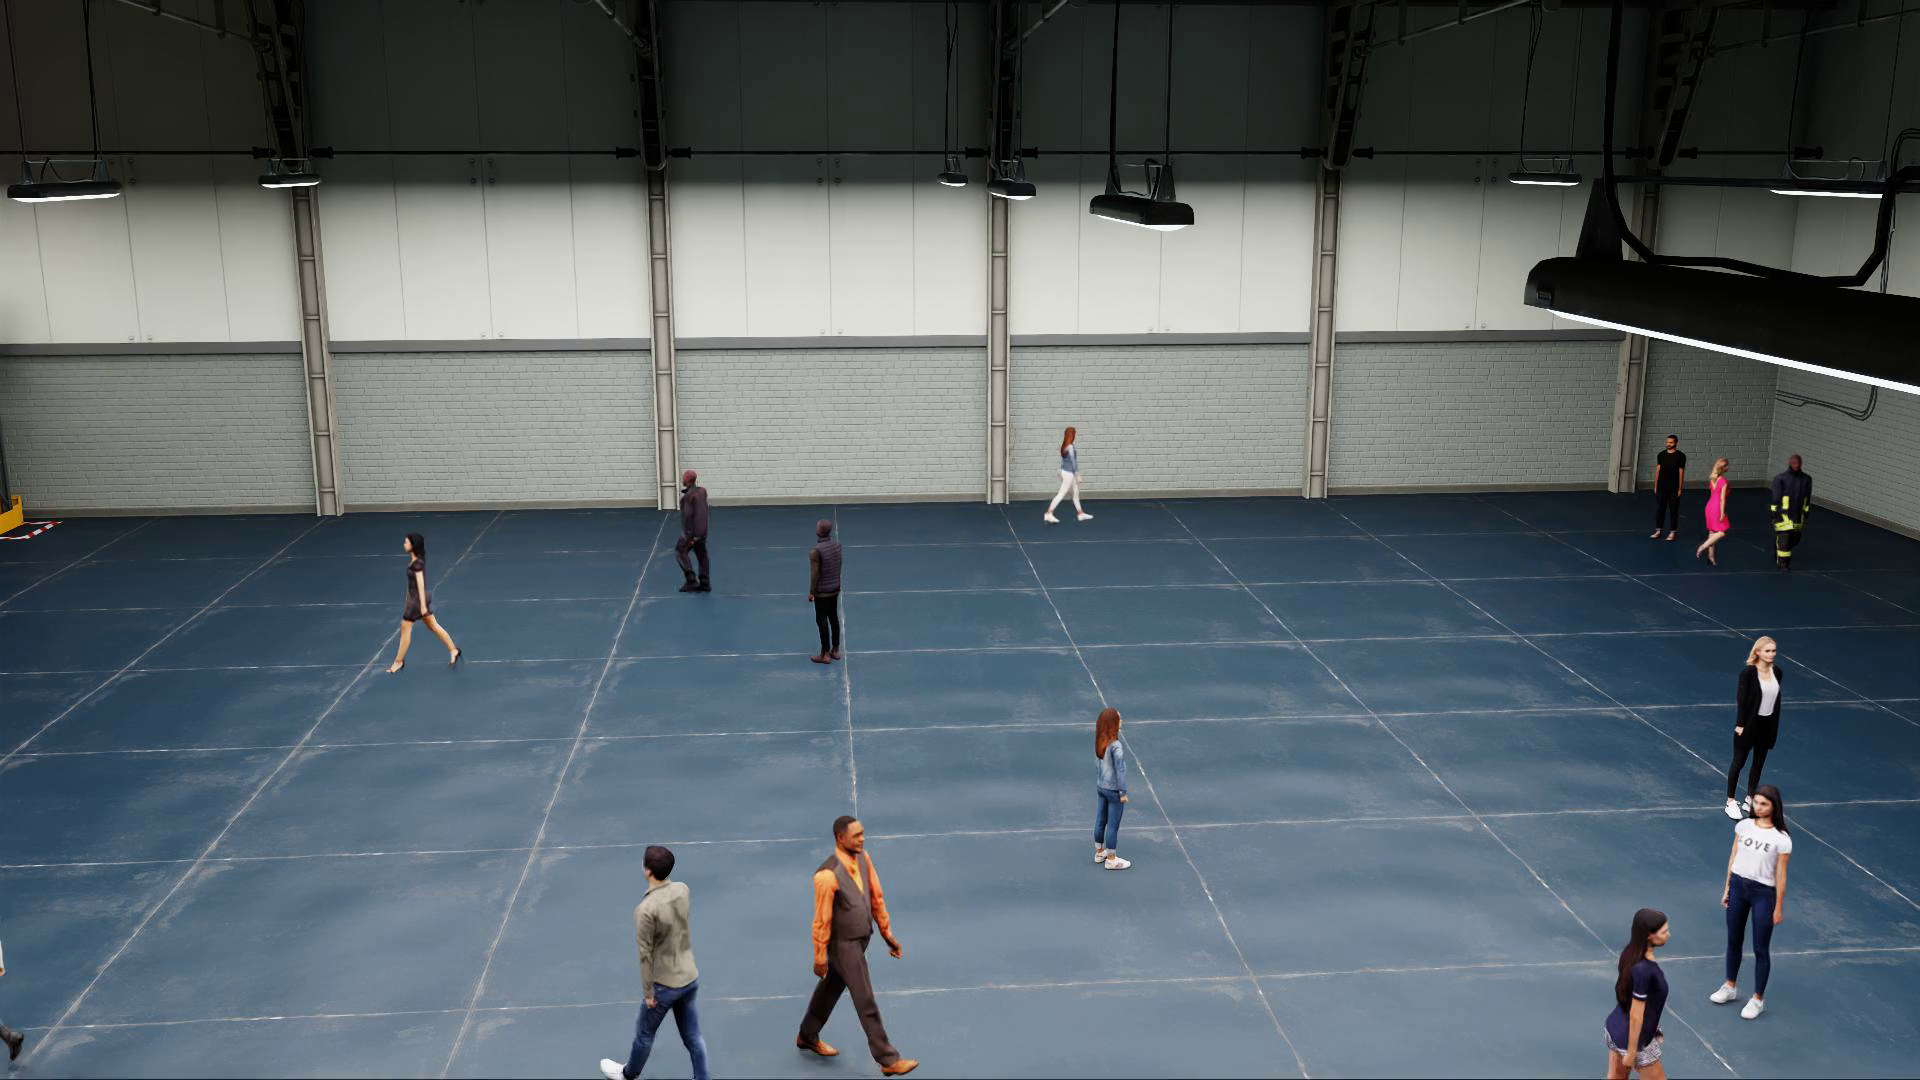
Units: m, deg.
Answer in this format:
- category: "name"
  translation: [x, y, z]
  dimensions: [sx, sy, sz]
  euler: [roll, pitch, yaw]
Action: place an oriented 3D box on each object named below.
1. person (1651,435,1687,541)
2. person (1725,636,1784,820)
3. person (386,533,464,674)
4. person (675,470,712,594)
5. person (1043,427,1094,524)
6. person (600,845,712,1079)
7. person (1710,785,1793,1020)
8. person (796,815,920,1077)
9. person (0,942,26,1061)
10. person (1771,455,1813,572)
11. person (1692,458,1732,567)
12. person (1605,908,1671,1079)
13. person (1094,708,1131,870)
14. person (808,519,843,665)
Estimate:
- category: "person"
  translation: [11.811, -0.887, 27.687]
  dimensions: [0.698, 1.757, 0.753]
  euler: [11, 17, 40]
- category: "person"
  translation: [7.658, 1.795, 16.012]
  dimensions: [0.491, 1.801, 0.689]
  euler: [-3, 13, -14]
- category: "person"
  translation: [-6.548, 0.797, 20.449]
  dimensions: [1.201, 1.743, 0.828]
  euler: [-5, 14, -20]
- category: "person"
  translation: [-3.784, -0.126, 24.280]
  dimensions: [0.868, 1.813, 0.845]
  euler: [6, 14, 24]
- category: "person"
  translation: [1.787, -1.088, 28.767]
  dimensions: [1.104, 1.662, 0.609]
  euler: [-1, 13, -5]
- category: "person"
  translation: [-1.844, 2.942, 11.007]
  dimensions: [1.228, 1.822, 1.110]
  euler: [8, 15, 32]
- category: "person"
  translation: [5.899, 2.658, 12.347]
  dimensions: [0.656, 1.772, 0.657]
  euler: [-8, 15, -32]
- category: "person"
  translation: [-0.871, 2.799, 11.560]
  dimensions: [1.346, 1.852, 1.117]
  euler: [6, 14, 25]
- category: "person"
  translation: [-6.857, 3.053, 11.686]
  dimensions: [0.923, 1.301, 0.723]
  euler: [6, 14, 23]
- category: "person"
  translation: [12.761, -0.438, 25.655]
  dimensions: [1.010, 1.800, 0.886]
  euler: [1, 13, 4]
- category: "person"
  translation: [11.648, -0.427, 25.800]
  dimensions: [0.758, 1.713, 0.553]
  euler: [-1, 13, -3]
- category: "person"
  translation: [4.117, 3.120, 10.413]
  dimensions: [0.939, 1.744, 0.726]
  euler: [2, 13, 10]
- category: "person"
  translation: [1.343, 2.215, 14.913]
  dimensions: [0.623, 1.477, 0.637]
  euler: [-7, 15, -27]
- category: "person"
  translation: [-1.687, 0.631, 20.959]
  dimensions: [0.811, 1.836, 0.773]
  euler: [9, 16, 34]
